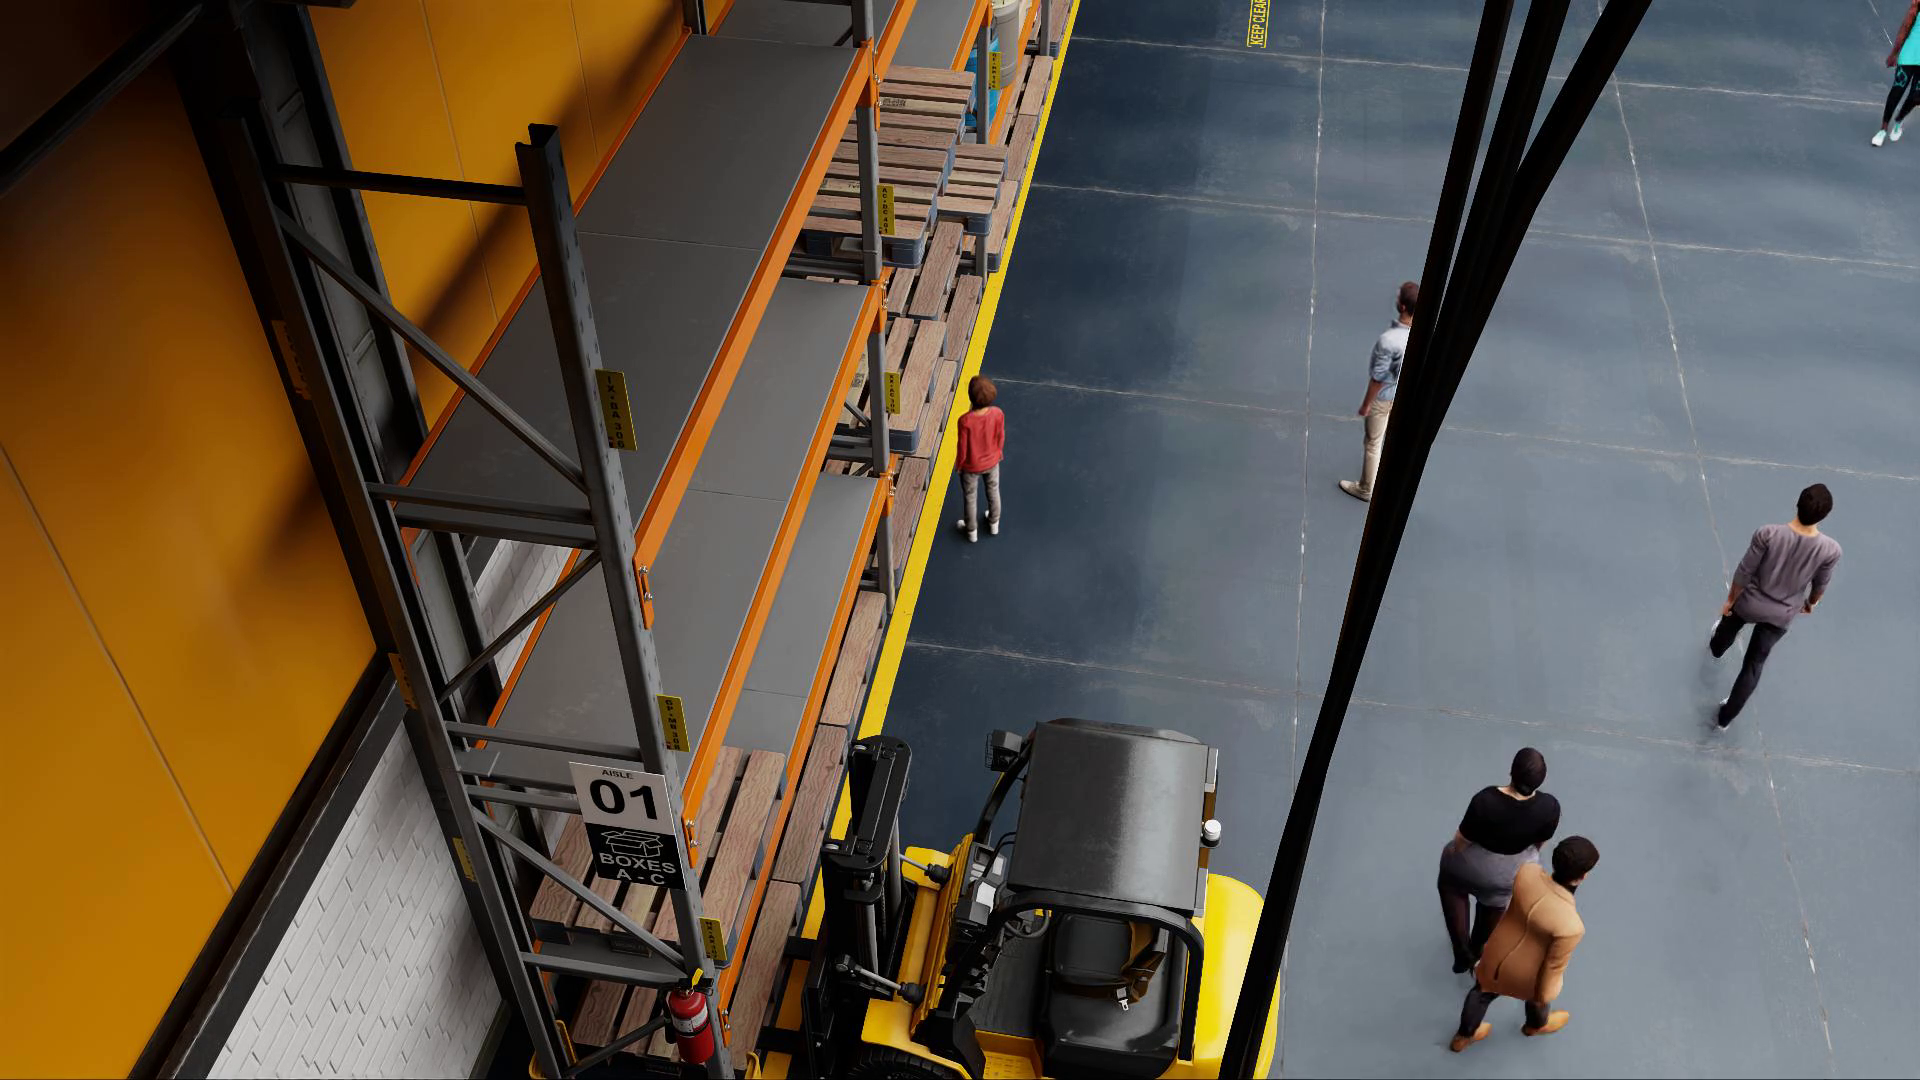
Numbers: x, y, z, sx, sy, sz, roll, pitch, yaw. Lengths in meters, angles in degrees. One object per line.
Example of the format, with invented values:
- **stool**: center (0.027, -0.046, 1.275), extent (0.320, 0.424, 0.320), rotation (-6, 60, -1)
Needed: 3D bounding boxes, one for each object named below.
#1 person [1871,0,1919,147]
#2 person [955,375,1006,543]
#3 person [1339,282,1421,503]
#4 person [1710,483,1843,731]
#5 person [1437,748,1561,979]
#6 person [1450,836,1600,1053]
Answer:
- **person**: center (9.080, -4.588, 15.726), extent (0.738, 1.796, 0.766), rotation (23, 48, 22)
- **person**: center (0.145, -0.574, 11.788), extent (0.599, 1.416, 0.628), rotation (-15, 46, -15)
- **person**: center (3.107, -1.064, 11.989), extent (0.719, 1.848, 0.784), rotation (-27, 50, -25)
- **person**: center (5.047, 0.466, 10.413), extent (0.872, 1.805, 1.199), rotation (16, 46, 16)
- **person**: center (2.901, 1.830, 9.027), extent (0.728, 1.744, 0.796), rotation (1, 44, 1)
- **person**: center (2.877, 2.189, 8.687), extent (1.016, 1.693, 0.986), rotation (-21, 47, -21)
